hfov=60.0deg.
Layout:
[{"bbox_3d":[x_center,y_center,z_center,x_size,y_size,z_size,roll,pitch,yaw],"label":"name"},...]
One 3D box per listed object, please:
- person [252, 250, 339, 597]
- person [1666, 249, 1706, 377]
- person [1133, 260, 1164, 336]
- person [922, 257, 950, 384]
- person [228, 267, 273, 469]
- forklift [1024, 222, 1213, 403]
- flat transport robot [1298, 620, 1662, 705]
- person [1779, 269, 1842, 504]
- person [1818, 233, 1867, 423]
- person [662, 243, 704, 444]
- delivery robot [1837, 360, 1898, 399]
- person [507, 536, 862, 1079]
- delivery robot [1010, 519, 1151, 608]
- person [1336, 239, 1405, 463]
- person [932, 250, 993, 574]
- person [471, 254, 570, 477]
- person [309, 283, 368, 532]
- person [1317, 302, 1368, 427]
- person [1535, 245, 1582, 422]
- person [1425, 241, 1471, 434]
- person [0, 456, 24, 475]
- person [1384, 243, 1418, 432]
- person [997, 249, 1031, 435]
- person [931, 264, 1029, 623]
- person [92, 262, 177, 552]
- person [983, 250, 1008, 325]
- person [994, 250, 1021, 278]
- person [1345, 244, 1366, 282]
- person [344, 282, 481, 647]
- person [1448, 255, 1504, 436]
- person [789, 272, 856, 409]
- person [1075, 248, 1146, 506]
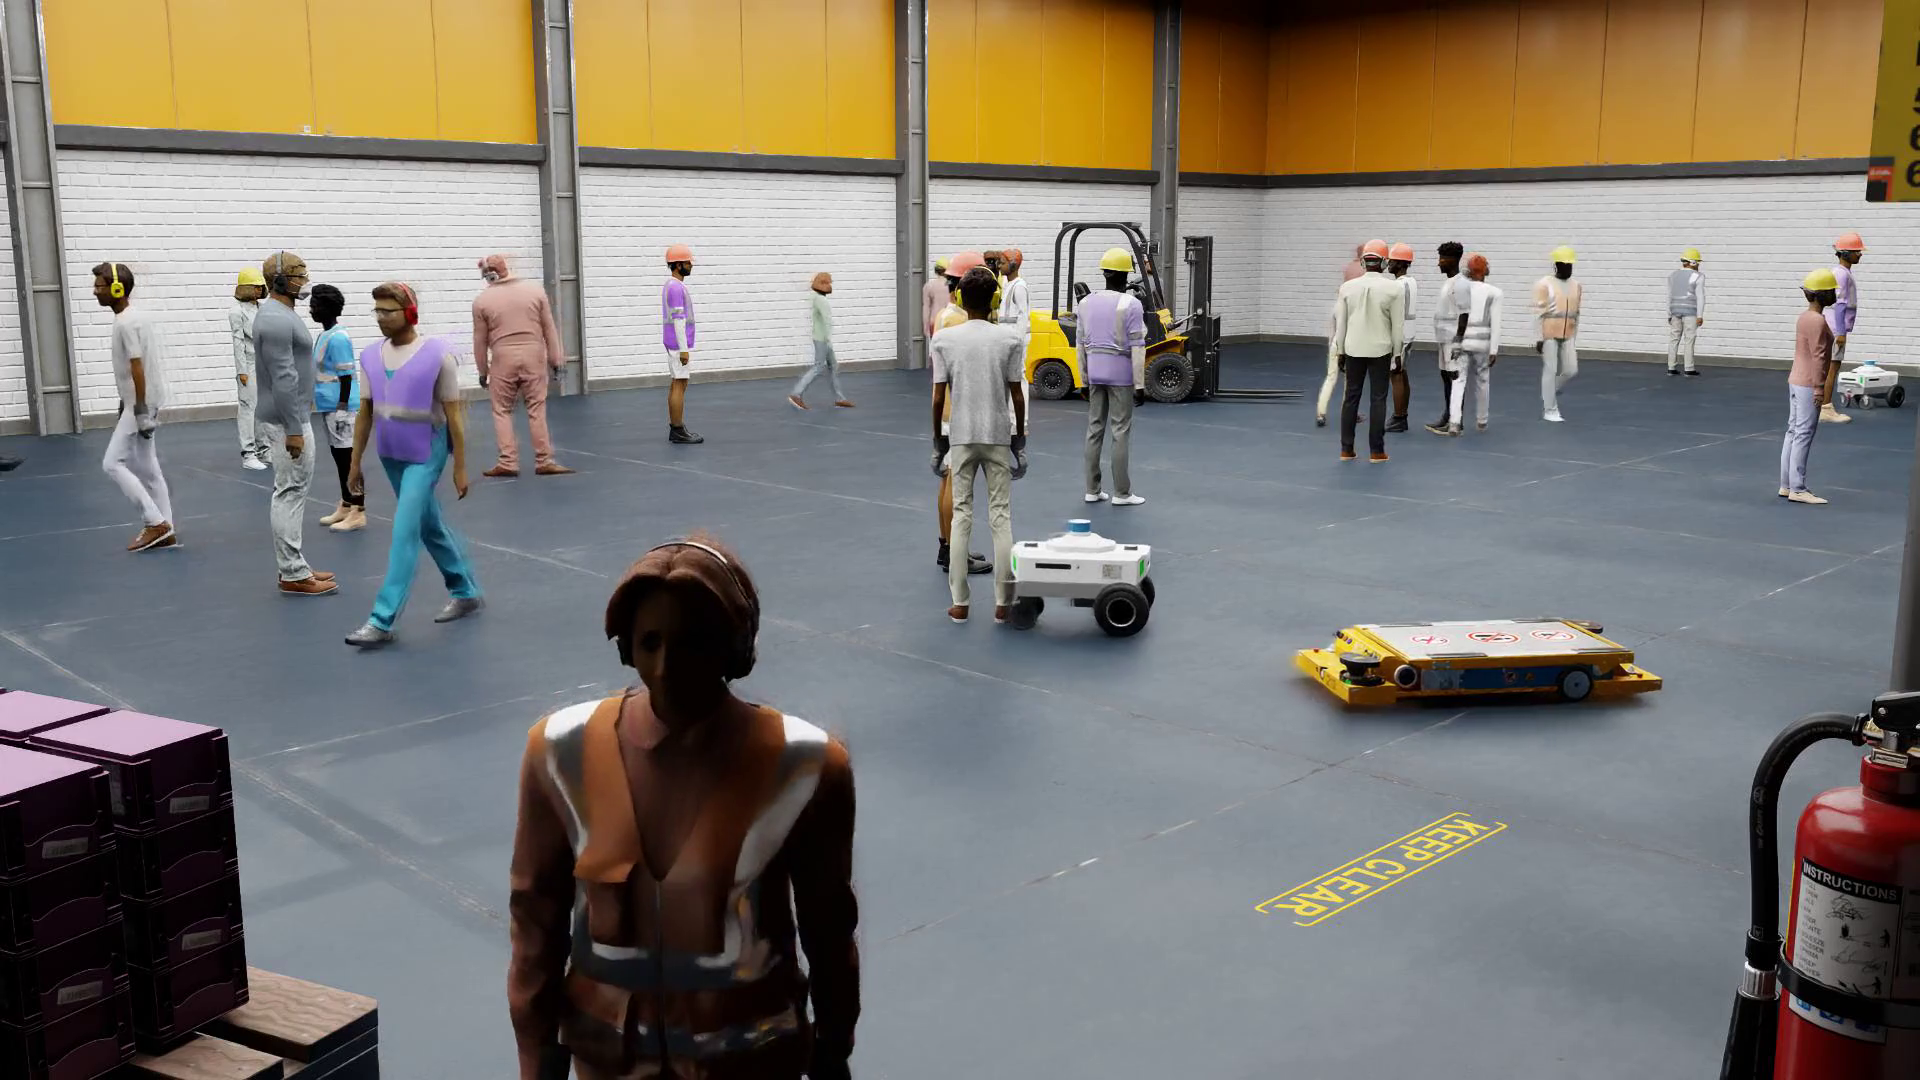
[{"bbox_3d":[-3.763,-0.651,9.373,0.366,1.939,0.635,-4,11,-21],"label":"person"},{"bbox_3d":[10.422,-3.256,23.876,0.404,1.829,0.591,-6,12,-31],"label":"person"},{"bbox_3d":[2.998,-3.641,26.512,0.501,1.632,0.294,3,11,15],"label":"person"},{"bbox_3d":[-0.247,-2.914,22.303,0.527,1.744,0.803,1,10,4],"label":"person"},{"bbox_3d":[-6.128,-1.494,14.503,0.294,1.744,0.487,2,11,12],"label":"person"},{"bbox_3d":[1.935,-2.847,20.651,2.313,2.155,1.214,2,11,13],"label":"forklift"},{"bbox_3d":[2.313,0.533,7.467,1.431,0.197,0.652,-1,10,-8],"label":"flat transport robot"},{"bbox_3d":[6.469,-1.165,12.637,0.307,1.772,0.526,2,11,13],"label":"person"},{"bbox_3d":[9.544,-2.290,18.025,0.377,2.045,0.605,4,11,23],"label":"person"},{"bbox_3d":[-2.719,-1.911,16.234,0.351,1.942,0.545,-3,11,-15],"label":"person"},{"bbox_3d":[10.680,-1.874,19.564,0.707,0.478,0.477,-5,12,-26],"label":"delivery robot"},{"bbox_3d":[-0.393,0.768,2.562,0.492,1.609,0.807,2,10,8],"label":"person"},{"bbox_3d":[0.621,0.137,8.596,0.707,0.478,0.477,2,11,10],"label":"delivery robot"},{"bbox_3d":[3.676,-1.684,14.887,0.617,1.985,0.411,6,12,32],"label":"person"},{"bbox_3d":[0.019,-0.766,10.024,0.366,1.931,0.542,-1,10,-6],"label":"person"},{"bbox_3d":[-3.701,-1.469,14.038,0.772,1.874,0.397,-4,11,-21],"label":"person"},{"bbox_3d":[-4.282,-0.904,11.414,0.317,1.695,0.540,-6,12,-31],"label":"person"},{"bbox_3d":[4.068,-1.987,17.643,0.820,1.582,0.566,-9,14,-40],"label":"person"},{"bbox_3d":[6.499,-2.236,18.085,0.599,1.911,0.431,-3,11,-14],"label":"person"},{"bbox_3d":[5.005,-2.059,16.978,0.366,1.962,0.614,0,10,2],"label":"person"},{"bbox_3d":[-8.329,-1.393,13.568,1.008,1.878,0.569,-4,11,-22],"label":"person"},{"bbox_3d":[4.506,-2.079,17.150,0.348,1.942,0.546,6,12,29],"label":"person"},{"bbox_3d":[0.539,-2.000,16.883,0.362,1.883,0.575,-2,11,-9],"label":"person"},{"bbox_3d":[0.103,-0.493,8.696,0.517,1.874,0.327,1,10,6],"label":"person"},{"bbox_3d":[-5.282,-0.838,10.632,0.438,1.847,0.526,-3,11,-17],"label":"person"},{"bbox_3d":[0.390,-2.752,21.138,0.620,1.836,0.430,0,10,0],"label":"person"},{"bbox_3d":[0.530,-3.003,22.550,0.663,1.814,0.436,2,11,12],"label":"person"},{"bbox_3d":[6.416,-3.788,26.656,0.730,1.896,0.664,-4,11,-22],"label":"person"},{"bbox_3d":[-2.796,-0.400,8.410,0.589,1.791,0.993,5,12,27],"label":"person"},{"bbox_3d":[5.209,-1.977,16.919,0.565,1.840,0.989,5,11,23],"label":"person"},{"bbox_3d":[-1.629,-2.324,19.416,0.794,1.603,0.512,-2,11,-12],"label":"person"},{"bbox_3d":[1.146,-1.216,12.483,0.594,1.926,0.366,9,13,39],"label":"person"}]
